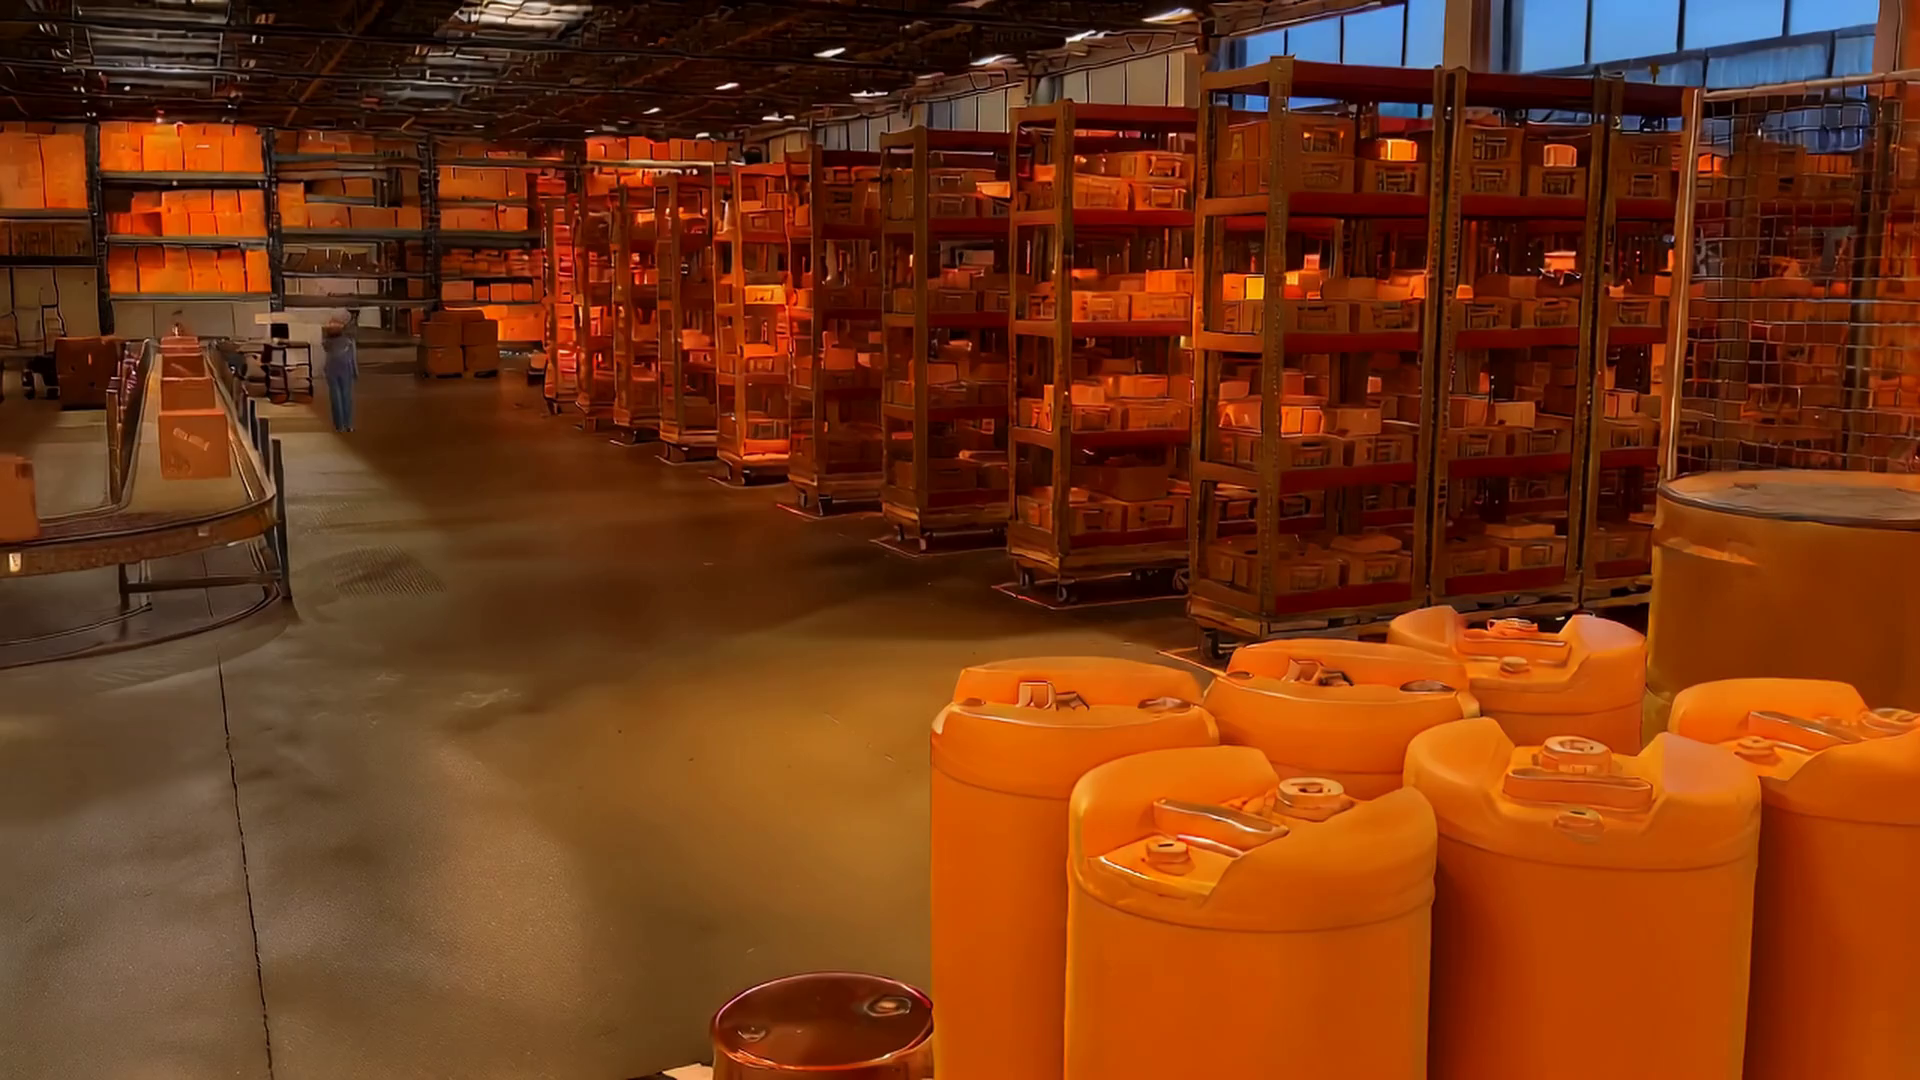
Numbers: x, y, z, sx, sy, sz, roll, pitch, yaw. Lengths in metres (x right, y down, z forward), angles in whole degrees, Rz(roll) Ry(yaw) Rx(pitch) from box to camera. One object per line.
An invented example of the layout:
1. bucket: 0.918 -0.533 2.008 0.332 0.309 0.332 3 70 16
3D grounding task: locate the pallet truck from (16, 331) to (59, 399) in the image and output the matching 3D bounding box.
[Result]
1. pallet truck: -17.082 -3.353 31.781 1.630 1.274 0.653 -4 10 -25

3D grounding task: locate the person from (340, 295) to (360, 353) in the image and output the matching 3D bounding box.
1. person: -18.155 -6.401 49.383 0.648 1.720 0.442 -8 12 -42

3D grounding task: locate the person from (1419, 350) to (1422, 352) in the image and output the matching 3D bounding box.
1. person: 6.057 -2.022 21.501 0.634 1.951 0.694 -1 9 -9

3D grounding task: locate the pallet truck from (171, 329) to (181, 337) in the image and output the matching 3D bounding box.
1. pallet truck: -17.275 -3.851 35.096 1.601 1.201 0.680 0 9 1

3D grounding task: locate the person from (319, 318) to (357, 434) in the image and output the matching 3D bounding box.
1. person: -9.196 -2.415 24.638 0.537 1.726 0.892 -4 10 -22

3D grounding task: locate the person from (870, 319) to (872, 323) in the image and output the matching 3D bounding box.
1. person: -2.834 -6.870 52.193 0.327 1.753 0.563 2 9 15
